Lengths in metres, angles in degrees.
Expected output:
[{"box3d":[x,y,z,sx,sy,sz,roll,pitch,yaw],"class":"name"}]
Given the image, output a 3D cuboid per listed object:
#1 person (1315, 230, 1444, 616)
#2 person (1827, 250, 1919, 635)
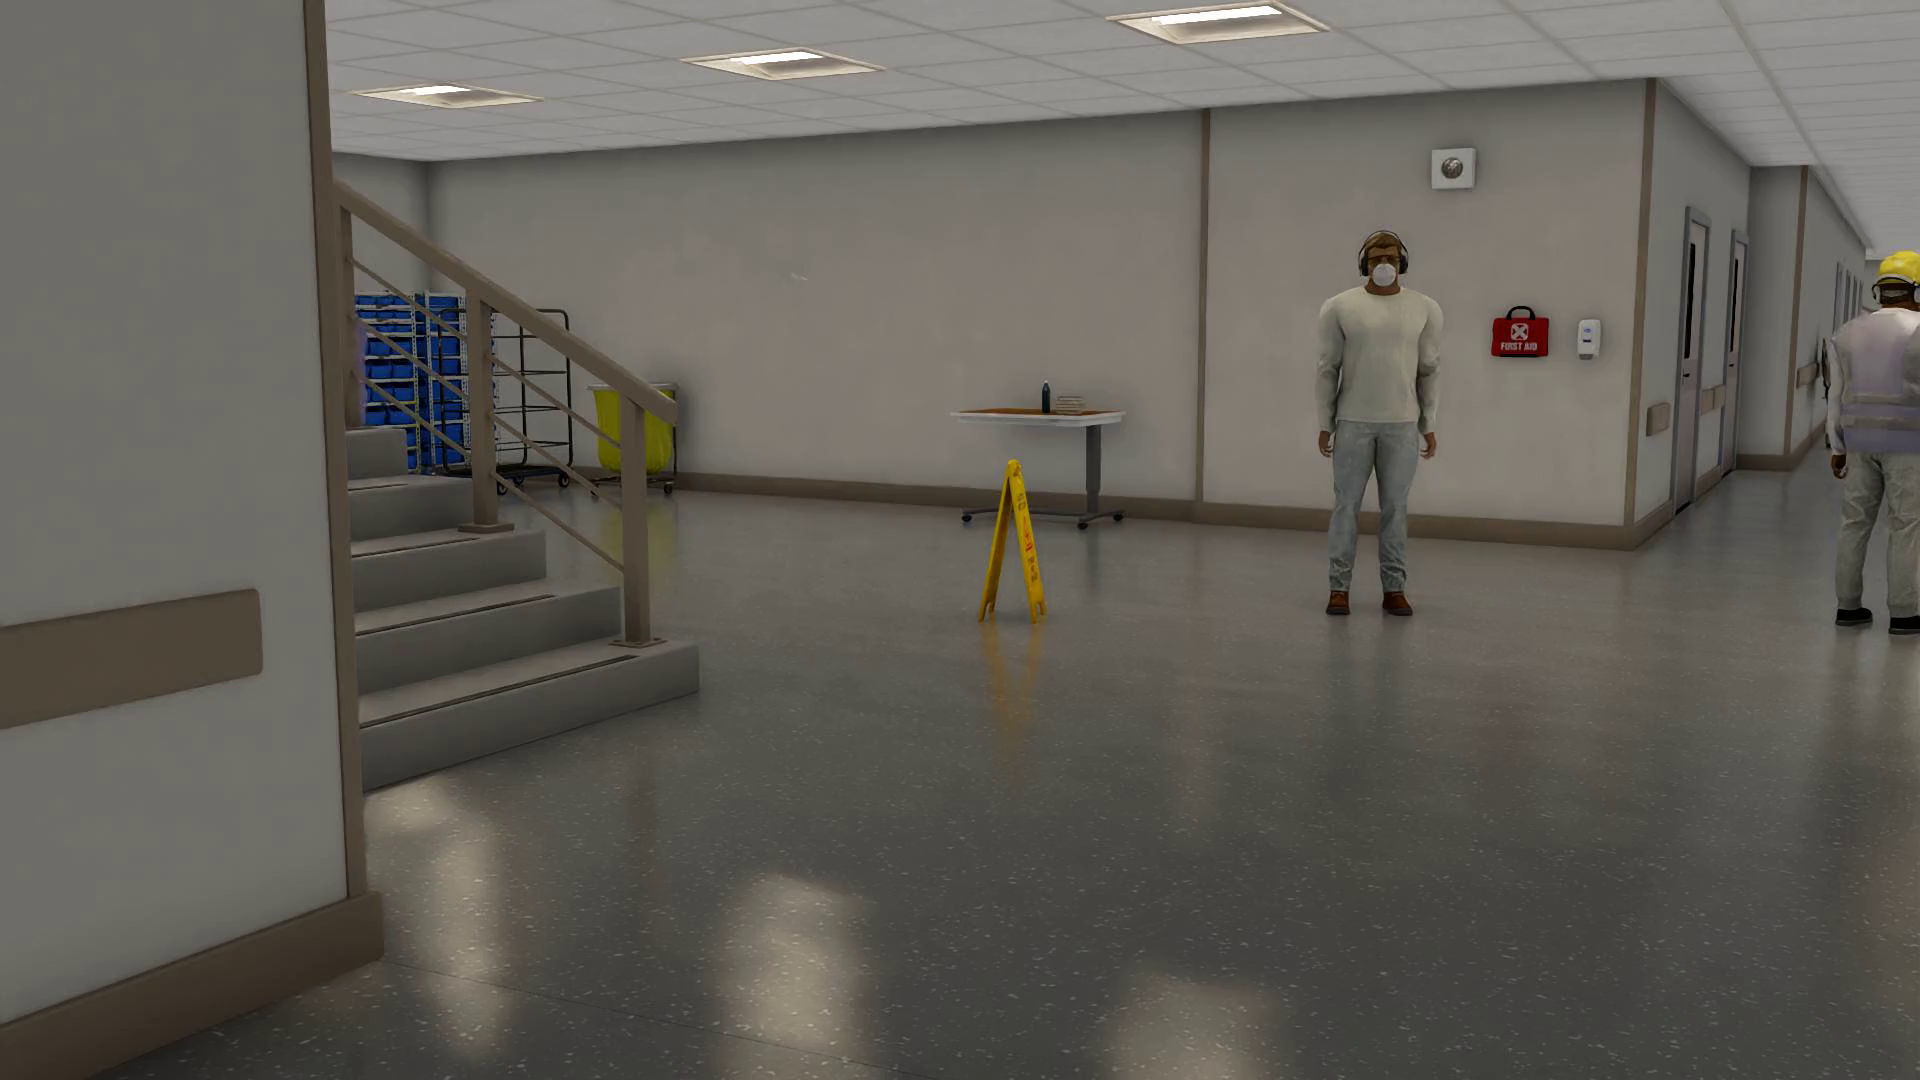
[{"box3d":[2.111,-0.581,8.413,0.628,1.940,0.373,1,7,5],"class":"person"},{"box3d":[4.452,-0.462,7.955,0.403,1.824,0.590,-5,9,-33],"class":"person"}]
